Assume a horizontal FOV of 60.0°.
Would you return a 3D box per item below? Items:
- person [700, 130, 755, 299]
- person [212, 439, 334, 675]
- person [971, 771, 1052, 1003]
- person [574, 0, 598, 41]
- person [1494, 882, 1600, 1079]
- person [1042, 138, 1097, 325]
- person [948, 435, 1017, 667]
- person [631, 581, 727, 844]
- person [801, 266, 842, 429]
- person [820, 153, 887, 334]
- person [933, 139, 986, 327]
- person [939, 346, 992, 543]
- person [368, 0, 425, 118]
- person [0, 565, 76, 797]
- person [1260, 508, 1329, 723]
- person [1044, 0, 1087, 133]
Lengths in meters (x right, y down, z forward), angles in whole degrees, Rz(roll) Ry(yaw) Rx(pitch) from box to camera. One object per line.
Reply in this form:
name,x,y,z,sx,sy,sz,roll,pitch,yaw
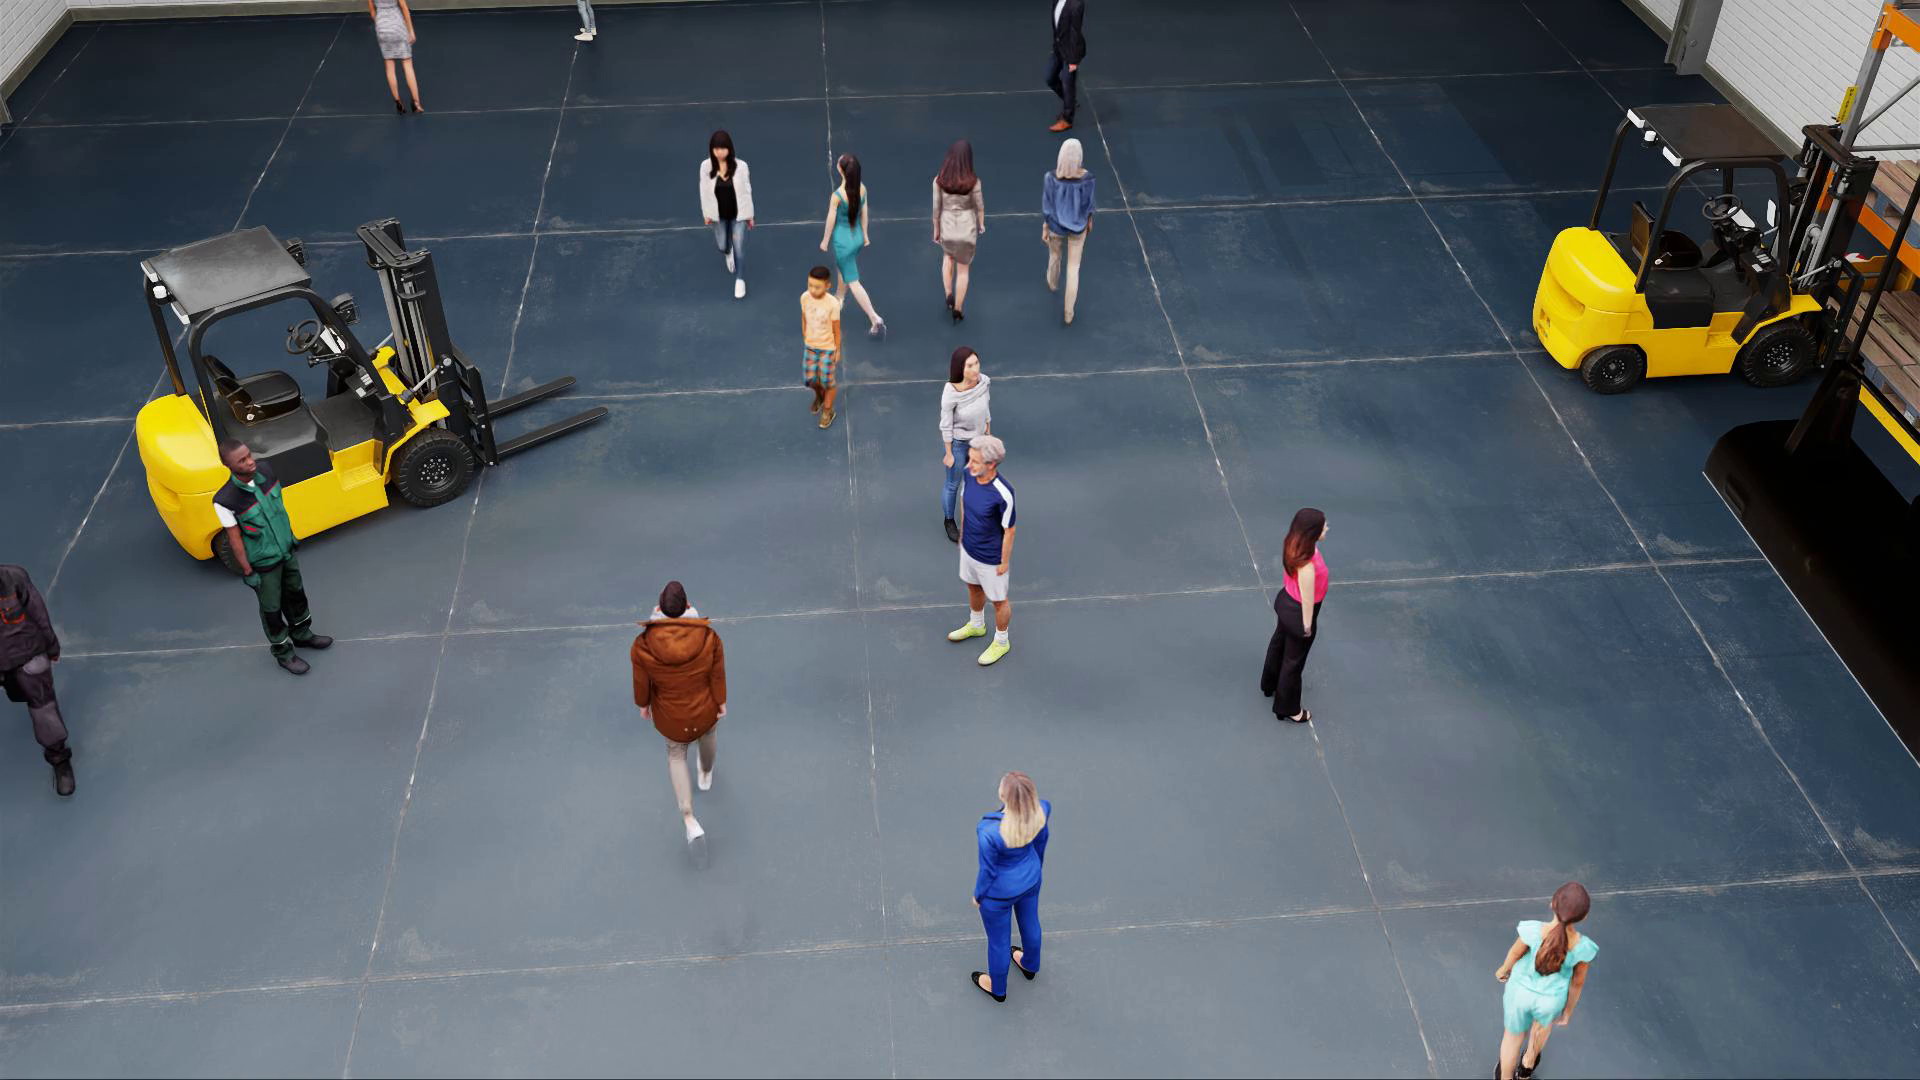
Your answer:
person,-2.112,-3.044,15.271,0.620,1.621,0.767,-3,39,-3
person,-4.660,0.085,11.178,0.829,1.840,0.683,11,40,13
person,0.287,1.874,9.049,0.705,1.701,0.725,-26,45,-29
person,-4.593,-6.721,20.130,0.642,1.304,0.514,6,39,8
person,2.958,2.377,8.544,0.669,1.546,0.721,11,40,13
person,0.961,-2.716,14.827,0.694,1.663,1.050,0,39,0
person,0.176,0.041,11.234,0.776,1.838,0.672,-26,45,-29
person,-1.644,1.043,10.002,0.800,1.810,1.132,-8,39,-9
person,-1.098,-1.623,13.629,0.633,1.449,0.702,14,41,17
person,-0.934,-2.567,14.652,1.058,1.649,0.978,30,47,32
person,-0.027,-2.663,14.710,0.673,1.726,0.708,7,39,9
person,0.025,-0.730,12.362,0.679,1.636,0.698,-27,46,-30
person,-6.237,-5.534,18.228,0.628,1.823,0.570,2,39,2
person,-5.983,0.658,10.490,0.891,1.803,1.306,-12,40,-15
person,2.203,0.472,10.838,0.641,1.660,0.457,-5,39,-6
person,1.227,-5.306,17.970,0.887,1.789,0.793,-21,43,-24
